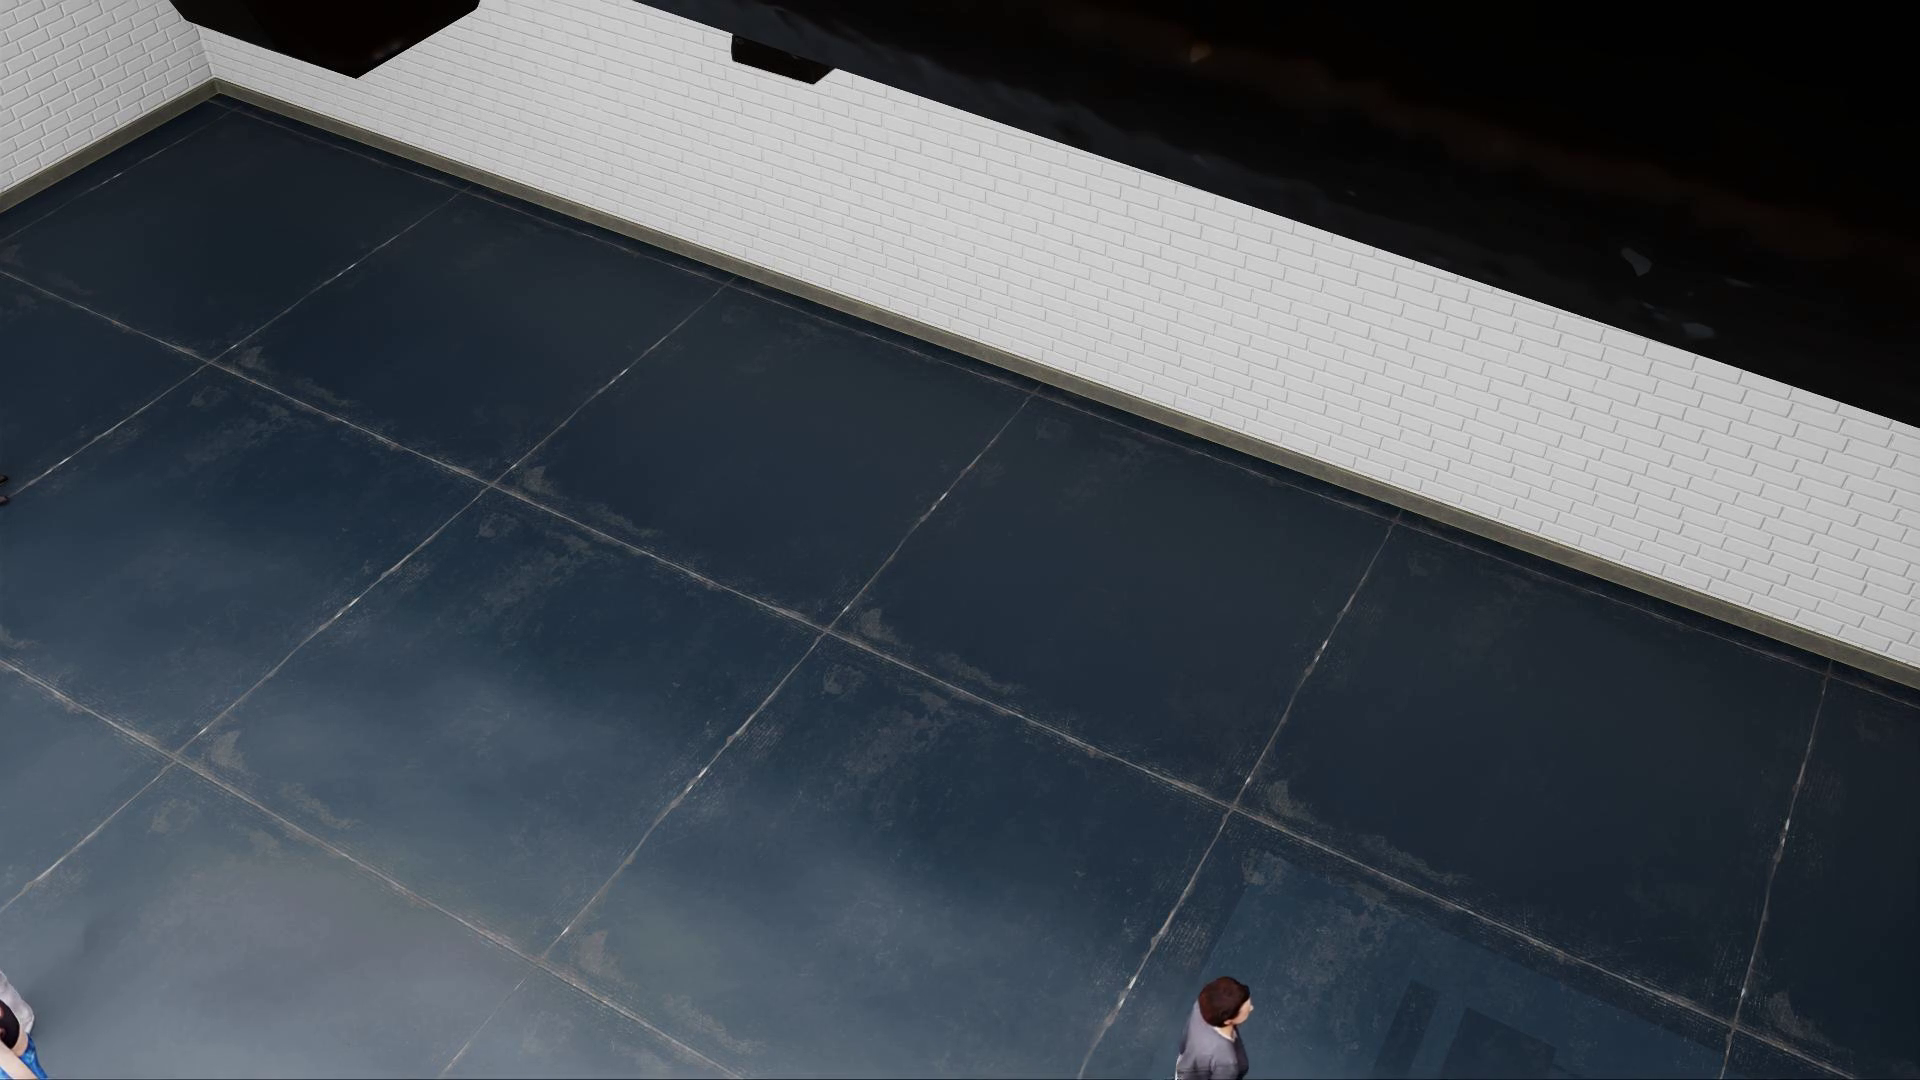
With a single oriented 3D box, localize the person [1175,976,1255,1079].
[{"bbox_3d":[1.072,2.658,7.976,1.111,1.731,1.127,-4,44,-4],"label":"person"}]
